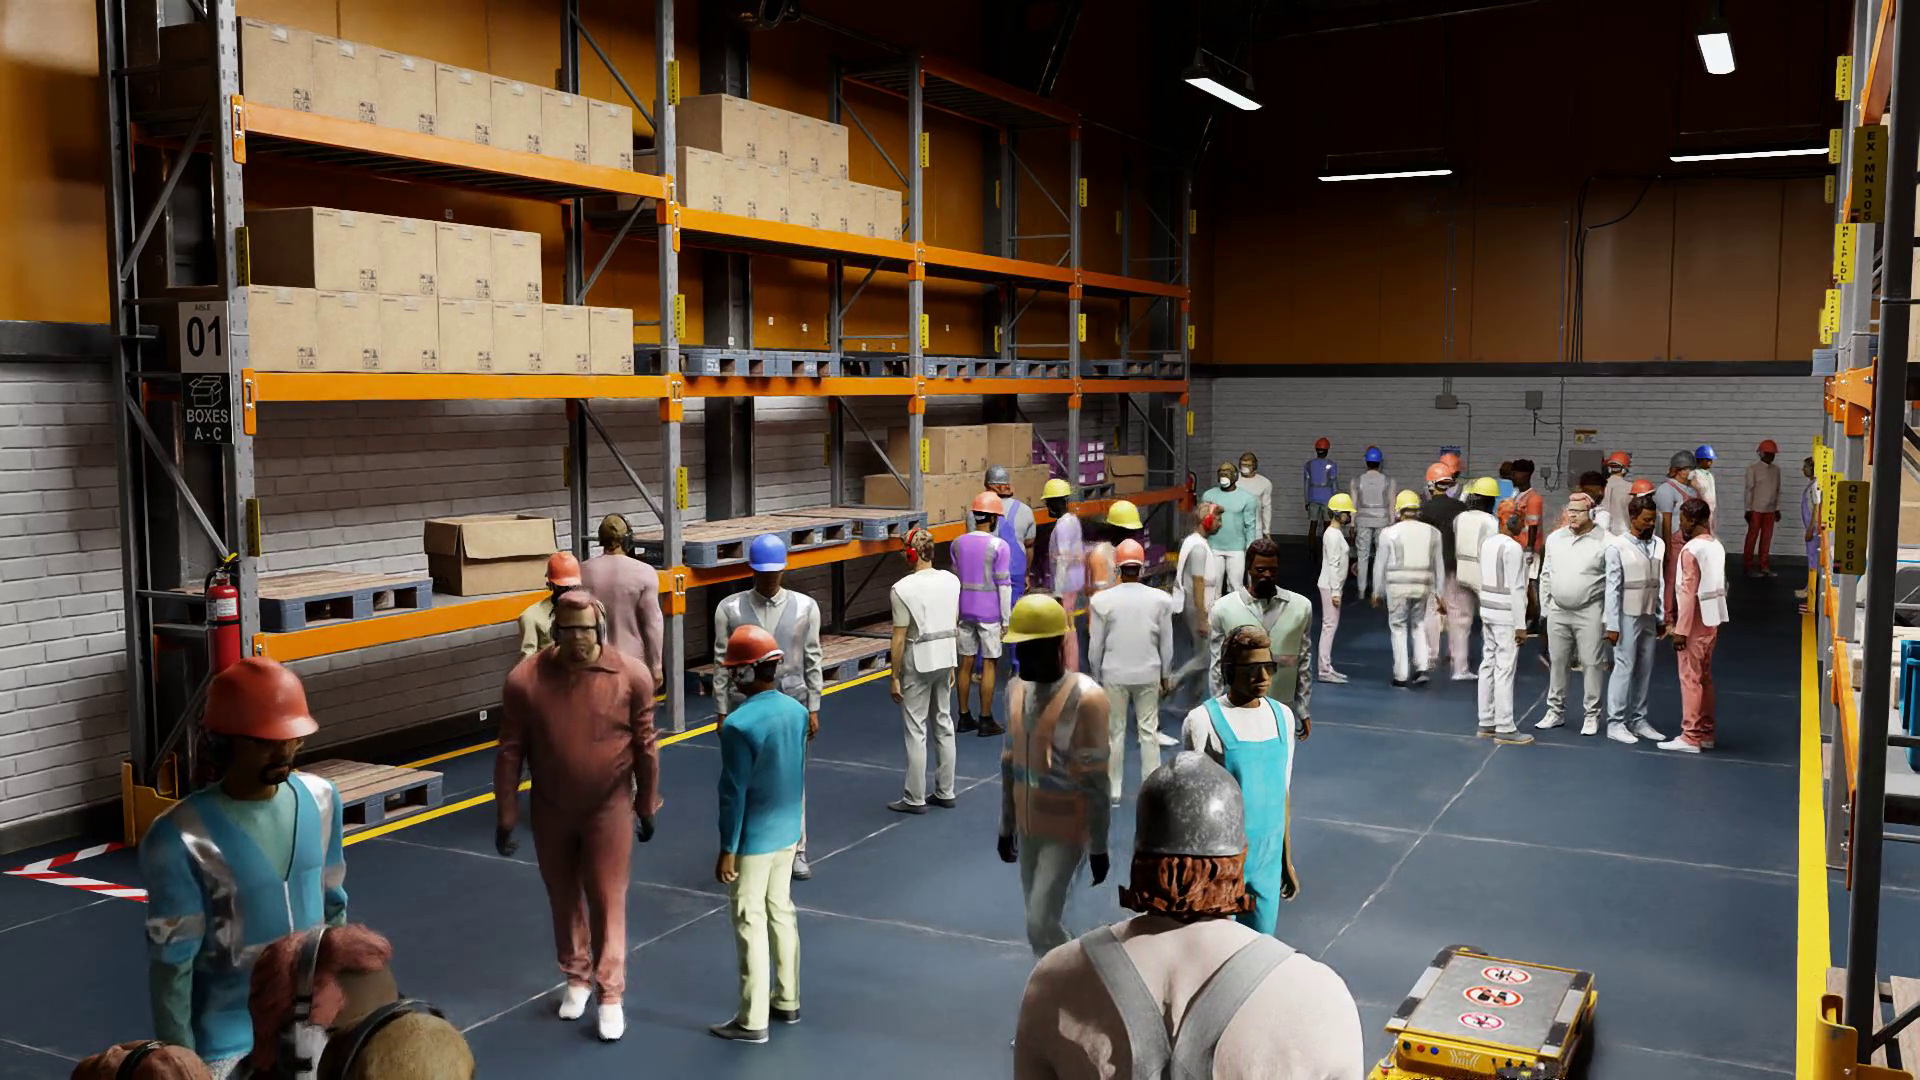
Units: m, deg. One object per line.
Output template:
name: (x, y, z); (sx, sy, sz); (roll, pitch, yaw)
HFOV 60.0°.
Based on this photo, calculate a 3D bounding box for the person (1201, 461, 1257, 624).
person: (2.870, 0.123, 17.897); (0.627, 1.941, 0.371); (2, 6, 24)

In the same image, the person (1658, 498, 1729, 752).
person: (5.552, 0.640, 12.512); (0.401, 1.909, 0.599); (5, 7, 42)

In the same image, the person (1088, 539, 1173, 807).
person: (1.113, 0.866, 10.872); (0.559, 1.755, 0.320); (0, 5, -3)

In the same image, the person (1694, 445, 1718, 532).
person: (9.972, -0.300, 22.399); (0.605, 1.949, 0.384); (-5, 7, -44)

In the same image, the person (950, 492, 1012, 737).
person: (0.187, 0.582, 13.065); (0.547, 1.926, 0.391); (4, 7, 37)

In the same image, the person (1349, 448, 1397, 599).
person: (5.306, -0.207, 21.387); (0.602, 1.949, 0.396); (1, 5, 15)

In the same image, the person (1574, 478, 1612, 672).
person: (6.078, 0.328, 16.049); (0.394, 1.874, 0.604); (-1, 5, -7)

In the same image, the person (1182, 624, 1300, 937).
person: (1.085, 1.239, 6.384); (0.508, 1.846, 0.345); (-3, 6, -30)

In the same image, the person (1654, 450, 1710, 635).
person: (7.998, 0.028, 18.372); (0.683, 2.000, 0.538); (-5, 7, -41)

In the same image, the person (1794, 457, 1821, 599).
person: (10.984, -0.161, 21.448); (0.346, 1.847, 0.507); (3, 6, 28)

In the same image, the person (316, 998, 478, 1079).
person: (-0.793, 1.576, 2.334); (0.367, 1.930, 0.629); (3, 6, 33)

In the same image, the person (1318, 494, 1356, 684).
person: (3.481, 0.448, 15.378); (0.335, 1.757, 0.518); (2, 6, 17)

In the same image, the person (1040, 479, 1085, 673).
person: (0.906, 0.406, 15.007); (0.433, 1.909, 0.628); (1, 5, 7)

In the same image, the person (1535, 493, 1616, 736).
person: (4.872, 0.581, 13.146); (0.640, 1.909, 0.409); (5, 7, 43)

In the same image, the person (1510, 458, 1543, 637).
person: (6.190, 0.084, 18.249); (0.372, 1.961, 0.606); (0, 5, 2)

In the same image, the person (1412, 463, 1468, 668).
person: (4.666, 0.250, 16.222); (0.609, 1.996, 0.383); (-2, 6, -23)

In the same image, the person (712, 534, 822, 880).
person: (-1.068, 0.928, 9.234); (0.610, 1.938, 0.411); (-1, 5, -10)

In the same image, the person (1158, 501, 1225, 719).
person: (1.877, 0.593, 13.464); (0.513, 1.817, 0.614); (1, 5, 10)

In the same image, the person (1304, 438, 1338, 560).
person: (5.655, -0.632, 26.028); (0.542, 1.939, 0.359); (3, 6, 30)

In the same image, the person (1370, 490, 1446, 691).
person: (4.038, 0.455, 15.013); (0.631, 1.810, 0.442); (-1, 5, -10)

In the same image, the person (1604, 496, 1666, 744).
person: (5.205, 0.609, 12.848); (0.598, 1.908, 0.402); (-3, 6, -30)

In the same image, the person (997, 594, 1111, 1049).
person: (0.349, 1.167, 6.793); (0.426, 1.907, 0.620); (-4, 7, -35)

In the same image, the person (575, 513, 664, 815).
person: (-2.195, 0.794, 10.674); (0.627, 1.941, 0.371); (1, 5, 12)

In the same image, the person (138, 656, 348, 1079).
person: (-1.893, 1.321, 4.535); (0.415, 2.034, 0.606); (3, 6, 29)

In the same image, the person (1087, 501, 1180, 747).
person: (1.253, 0.653, 12.460); (0.890, 1.882, 0.589); (5, 7, 41)

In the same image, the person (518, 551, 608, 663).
person: (-2.424, 0.930, 10.277); (0.577, 1.737, 0.354); (-4, 6, -34)

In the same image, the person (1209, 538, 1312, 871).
person: (1.684, 0.934, 9.356); (0.584, 1.911, 0.390); (-1, 5, -6)

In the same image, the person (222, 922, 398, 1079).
person: (-1.039, 1.556, 2.720); (0.396, 1.899, 0.658); (-1, 5, -12)

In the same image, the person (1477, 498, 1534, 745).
person: (4.195, 0.620, 12.818); (0.353, 1.887, 0.573); (-1, 5, -9)

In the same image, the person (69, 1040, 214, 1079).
person: (-1.354, 1.667, 2.878); (0.311, 1.638, 0.523); (0, 5, 5)

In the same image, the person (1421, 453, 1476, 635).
person: (5.310, 0.054, 18.194); (0.644, 2.019, 0.460); (4, 6, 35)

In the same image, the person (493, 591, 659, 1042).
person: (-1.634, 1.157, 7.041); (0.676, 1.877, 0.739); (0, 5, -4)

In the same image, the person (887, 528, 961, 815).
person: (-0.218, 0.845, 10.685); (0.560, 1.836, 0.393); (-5, 7, -44)

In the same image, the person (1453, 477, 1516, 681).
person: (4.883, 0.369, 15.474); (0.722, 1.904, 0.588); (-3, 6, -31)

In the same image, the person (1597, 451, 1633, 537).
person: (7.678, -0.049, 19.514); (0.620, 1.986, 0.408); (5, 7, 43)

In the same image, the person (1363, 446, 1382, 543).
person: (6.786, -0.669, 27.398); (0.335, 1.749, 0.574); (1, 5, 13)

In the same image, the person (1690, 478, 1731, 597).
person: (9.604, -0.049, 21.590); (0.779, 1.595, 0.526); (-1, 5, -10)

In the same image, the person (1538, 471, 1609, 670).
person: (5.912, 0.305, 15.969); (0.486, 1.937, 0.662); (4, 7, 40)

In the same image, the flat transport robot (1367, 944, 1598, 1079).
flat transport robot: (2.165, 1.980, 6.782); (0.652, 0.197, 1.431); (3, 6, 28)

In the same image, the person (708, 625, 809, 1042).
person: (-0.864, 1.230, 7.062); (0.352, 1.738, 0.573); (2, 6, 25)

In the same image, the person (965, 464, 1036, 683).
person: (0.329, 0.308, 15.367); (0.687, 2.000, 0.535); (-2, 6, -23)

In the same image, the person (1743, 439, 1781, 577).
person: (11.509, -0.449, 23.809); (0.627, 1.985, 0.417); (-2, 6, -22)

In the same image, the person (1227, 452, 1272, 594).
person: (3.539, -0.121, 20.550); (0.627, 1.936, 0.373); (0, 5, 4)

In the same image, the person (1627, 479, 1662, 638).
person: (7.383, 0.211, 18.005); (0.563, 1.741, 0.370); (-5, 7, -45)
